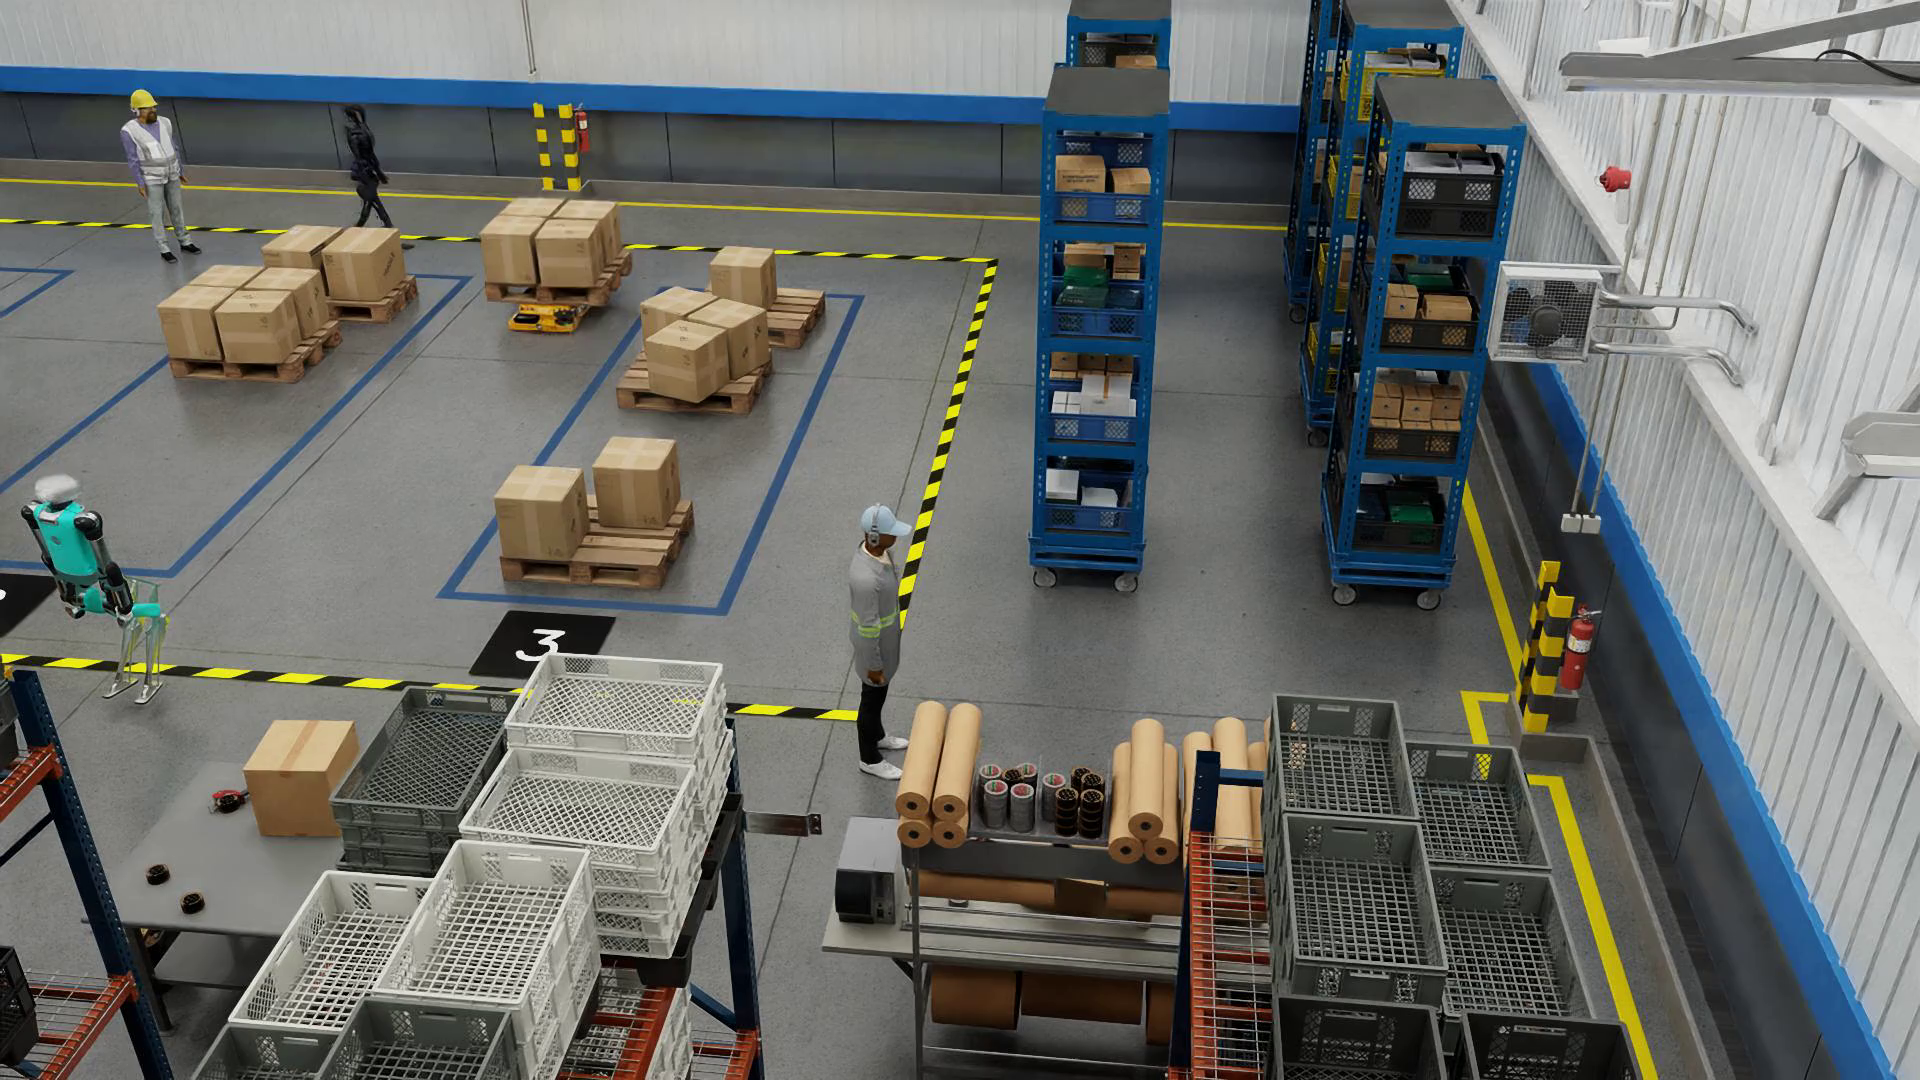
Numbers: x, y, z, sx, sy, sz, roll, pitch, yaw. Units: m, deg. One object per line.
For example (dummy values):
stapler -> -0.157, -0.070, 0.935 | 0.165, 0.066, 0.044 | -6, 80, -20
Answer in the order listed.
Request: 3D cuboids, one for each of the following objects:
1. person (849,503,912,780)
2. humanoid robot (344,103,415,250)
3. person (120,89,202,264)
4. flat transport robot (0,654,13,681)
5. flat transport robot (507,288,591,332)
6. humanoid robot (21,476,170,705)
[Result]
person -> -0.469, 0.599, 10.071 | 0.387, 1.850, 0.598 | 2, 30, 4
humanoid robot -> -6.453, -3.947, 18.114 | 0.791, 1.637, 0.587 | -2, 30, -4
person -> -8.566, -3.903, 17.818 | 0.404, 1.837, 0.589 | 17, 34, 26
flat transport robot -> -7.142, 0.969, 11.010 | 1.431, 0.231, 0.659 | 3, 30, 6
flat transport robot -> -4.050, -2.487, 16.917 | 0.652, 0.197, 1.431 | 3, 30, 6
humanoid robot -> -5.413, 0.251, 10.648 | 0.533, 1.677, 0.735 | 9, 31, 15
